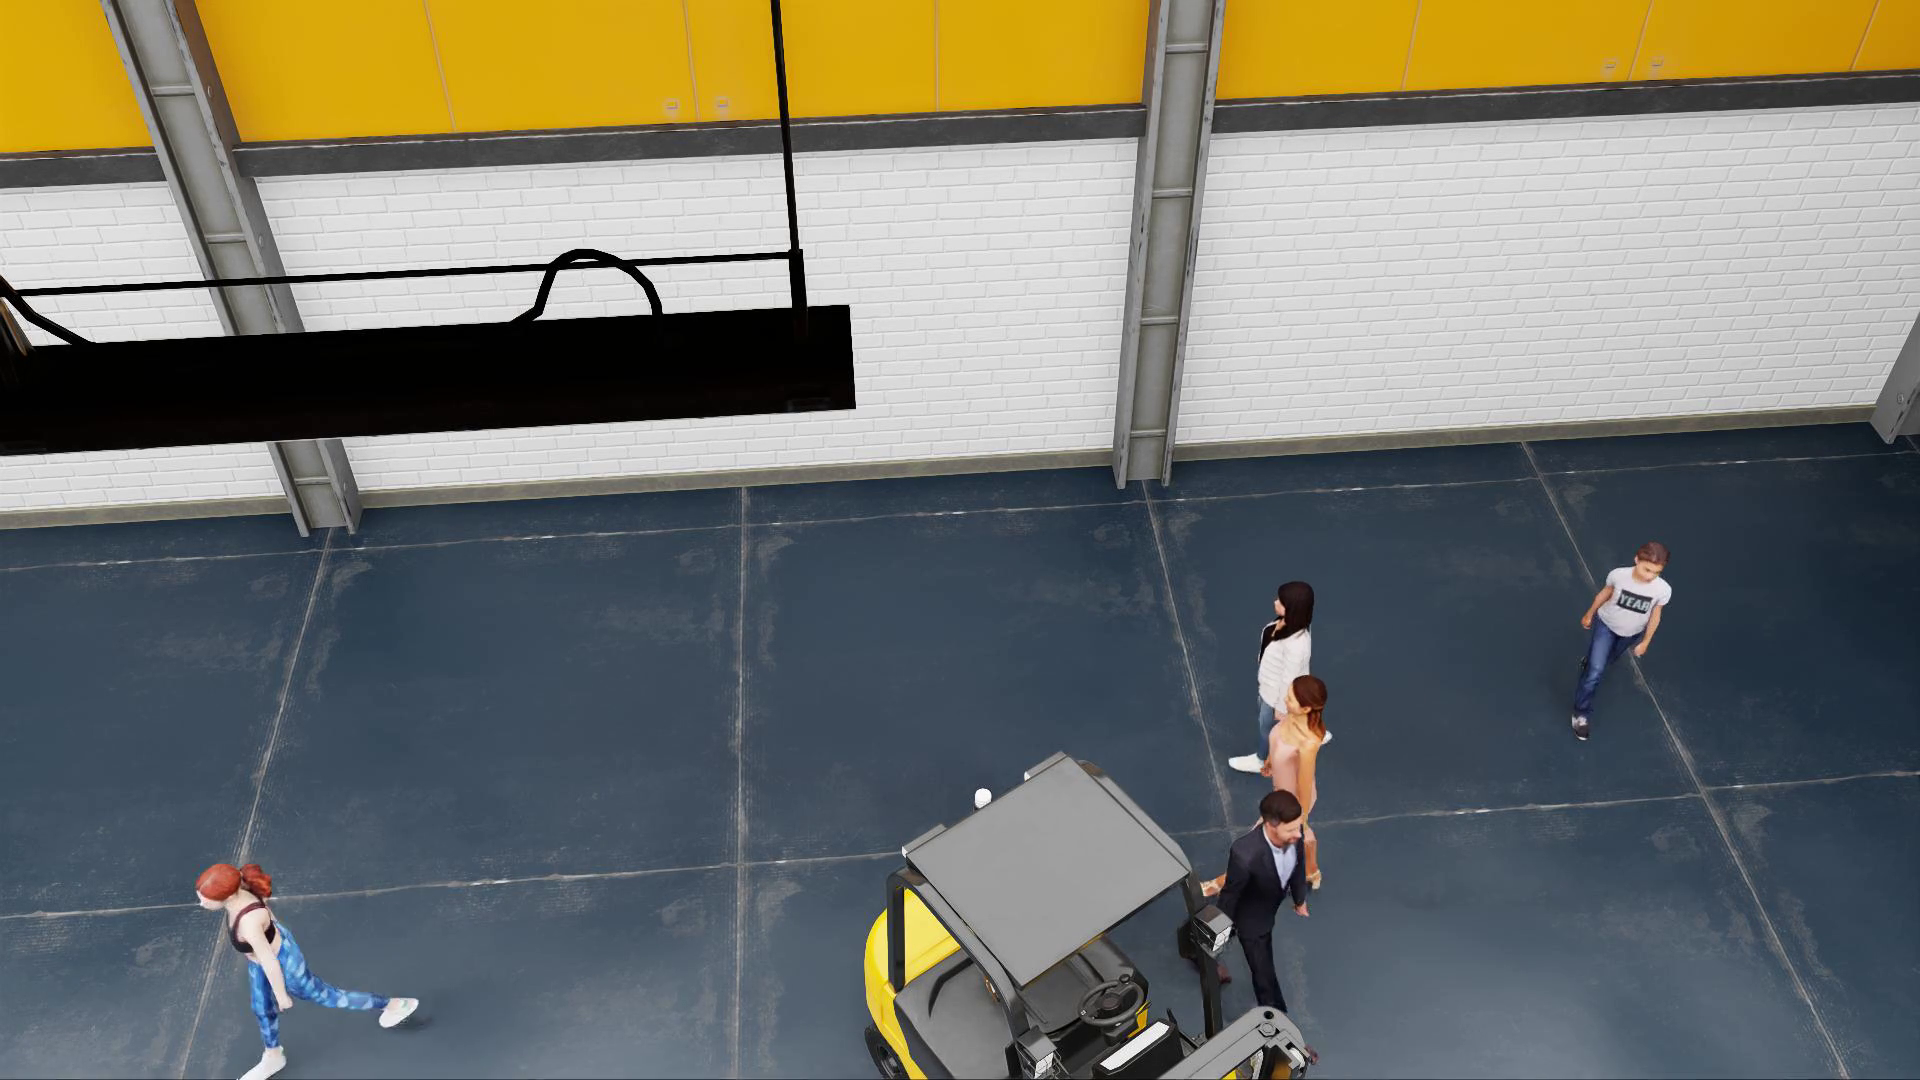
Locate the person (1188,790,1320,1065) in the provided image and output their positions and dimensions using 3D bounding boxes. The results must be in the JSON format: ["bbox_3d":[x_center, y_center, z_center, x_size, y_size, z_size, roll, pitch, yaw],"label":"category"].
[{"bbox_3d":[1.503,1.881,8.773,1.209,1.817,1.190,-34,53,-30],"label":"person"}]

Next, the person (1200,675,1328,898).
[{"bbox_3d":[1.940,1.418,9.272,1.031,1.798,0.672,0,44,0],"label":"person"}]

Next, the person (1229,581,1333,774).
[{"bbox_3d":[2.012,0.848,9.994,0.886,1.628,0.701,3,44,3],"label":"person"}]

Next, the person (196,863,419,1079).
[{"bbox_3d":[-3.380,2.154,8.538,1.287,1.746,0.996,-21,48,-21],"label":"person"}]

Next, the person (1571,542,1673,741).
[{"bbox_3d":[4.134,0.497,10.442,1.038,1.518,0.923,18,47,18],"label":"person"}]
